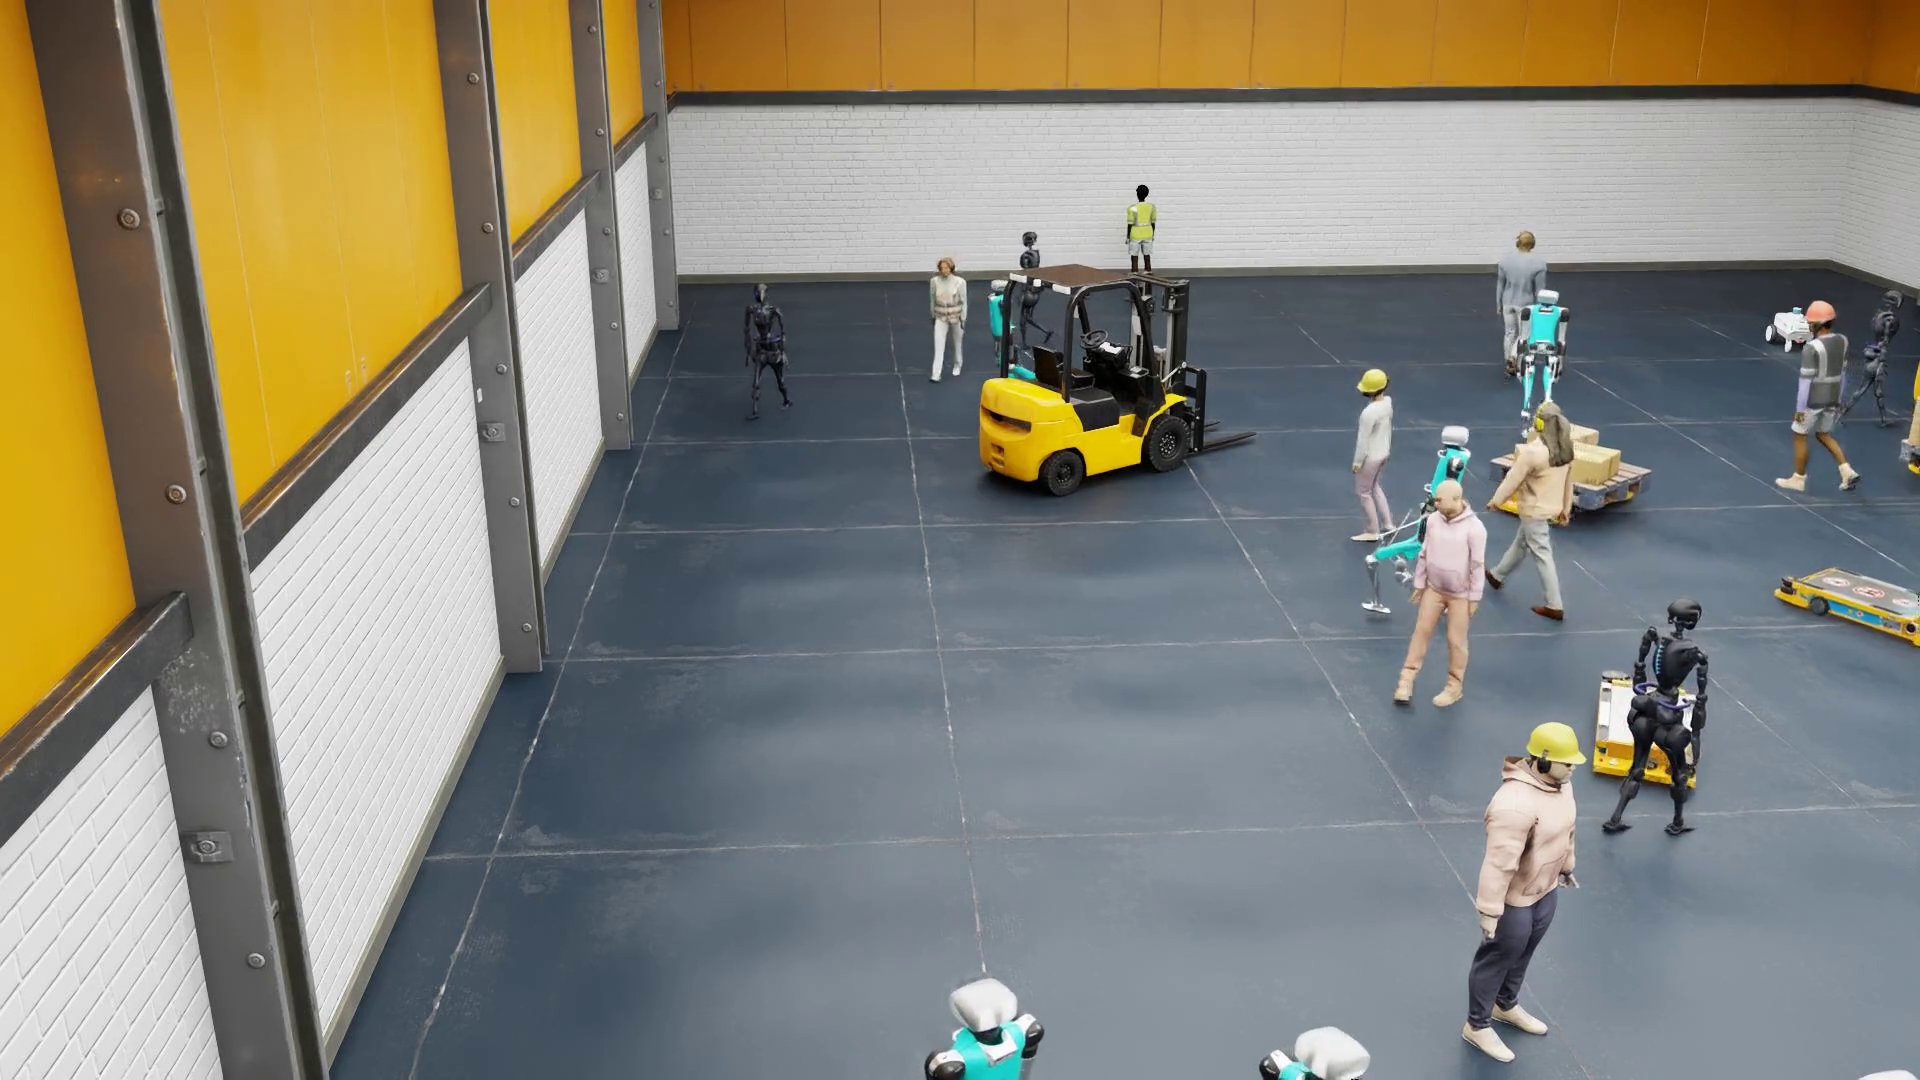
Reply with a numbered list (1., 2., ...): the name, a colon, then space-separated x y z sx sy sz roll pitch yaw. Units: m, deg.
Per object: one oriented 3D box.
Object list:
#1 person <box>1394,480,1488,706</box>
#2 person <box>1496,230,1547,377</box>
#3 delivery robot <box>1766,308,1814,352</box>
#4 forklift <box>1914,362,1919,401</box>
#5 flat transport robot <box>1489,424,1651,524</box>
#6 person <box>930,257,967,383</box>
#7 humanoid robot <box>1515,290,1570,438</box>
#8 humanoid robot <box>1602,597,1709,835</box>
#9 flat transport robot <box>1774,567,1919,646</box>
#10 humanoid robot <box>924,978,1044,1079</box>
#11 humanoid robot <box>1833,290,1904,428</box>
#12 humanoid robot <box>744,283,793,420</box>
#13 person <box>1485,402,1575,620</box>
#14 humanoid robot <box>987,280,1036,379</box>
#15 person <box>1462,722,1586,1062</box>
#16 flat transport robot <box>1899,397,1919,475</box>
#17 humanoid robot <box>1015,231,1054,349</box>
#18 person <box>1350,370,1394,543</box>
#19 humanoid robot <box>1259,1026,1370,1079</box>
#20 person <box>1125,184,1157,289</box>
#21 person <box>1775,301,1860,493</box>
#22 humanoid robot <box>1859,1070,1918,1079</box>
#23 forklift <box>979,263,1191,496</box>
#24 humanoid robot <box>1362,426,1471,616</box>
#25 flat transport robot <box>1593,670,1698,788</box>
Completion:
1. person: 3.619 0.402 12.379 0.593 1.757 0.541 -17 26 -39
2. person: 7.207 -3.028 21.486 0.632 1.917 0.652 13 24 32
3. delivery robot: 11.646 -2.945 23.238 0.499 0.596 0.795 3 20 7
4. forklift: 12.602 -2.435 19.475 2.313 2.155 1.214 -1 20 -4
5. flat transport robot: 6.147 -0.452 16.858 1.431 0.231 0.659 -15 25 -35
6. person: -0.155 -2.838 21.422 0.525 1.590 0.855 6 21 15
7. humanoid robot: 6.508 -1.855 18.627 0.530 1.774 1.011 5 21 12
8. humanoid robot: 4.482 1.111 10.599 0.612 1.643 0.596 -10 22 -25
9. flat transport robot: 7.765 0.564 14.090 0.659 0.231 1.431 -13 24 -31
10. humanoid robot: -0.144 2.454 6.851 0.560 1.774 0.971 -16 25 -36
11. humanoid robot: 10.668 -2.096 19.366 0.763 1.622 0.602 8 22 21
12. humanoid robot: -2.279 -2.270 19.872 0.601 1.621 0.844 9 22 22
13. person: 4.837 -0.297 14.181 0.554 1.813 1.015 -15 25 -35
14. humanoid robot: 0.686 -2.100 19.362 0.740 1.890 0.542 -6 21 -16
15. person: 2.875 1.766 8.515 0.802 1.859 0.434 -18 26 -39
16. flat transport robot: 10.610 -0.607 17.282 0.659 0.231 1.431 -2 20 -5
17. humanoid robot: 1.015 -3.435 22.968 0.548 1.644 0.613 7 21 17
18. person: 3.923 -0.790 15.682 0.361 1.723 0.643 14 24 34
19. humanoid robot: 1.536 2.617 6.486 0.797 1.860 0.540 -15 25 -35
20. person: 2.915 -4.883 26.857 0.539 1.696 0.316 -7 21 -19
21. person: 8.829 -1.413 16.956 0.637 2.018 0.740 -11 23 -27
22. humanoid robot: 3.078 2.777 6.034 0.659 1.867 0.544 -6 21 -16
23. forklift: 1.315 -1.764 17.646 2.313 2.155 1.214 -14 24 -33
24. humanoid robot: 3.703 -0.121 13.838 0.992 1.727 0.543 5 21 12
25. flat transport robot: 4.931 1.347 11.958 0.659 0.231 1.431 8 22 20
